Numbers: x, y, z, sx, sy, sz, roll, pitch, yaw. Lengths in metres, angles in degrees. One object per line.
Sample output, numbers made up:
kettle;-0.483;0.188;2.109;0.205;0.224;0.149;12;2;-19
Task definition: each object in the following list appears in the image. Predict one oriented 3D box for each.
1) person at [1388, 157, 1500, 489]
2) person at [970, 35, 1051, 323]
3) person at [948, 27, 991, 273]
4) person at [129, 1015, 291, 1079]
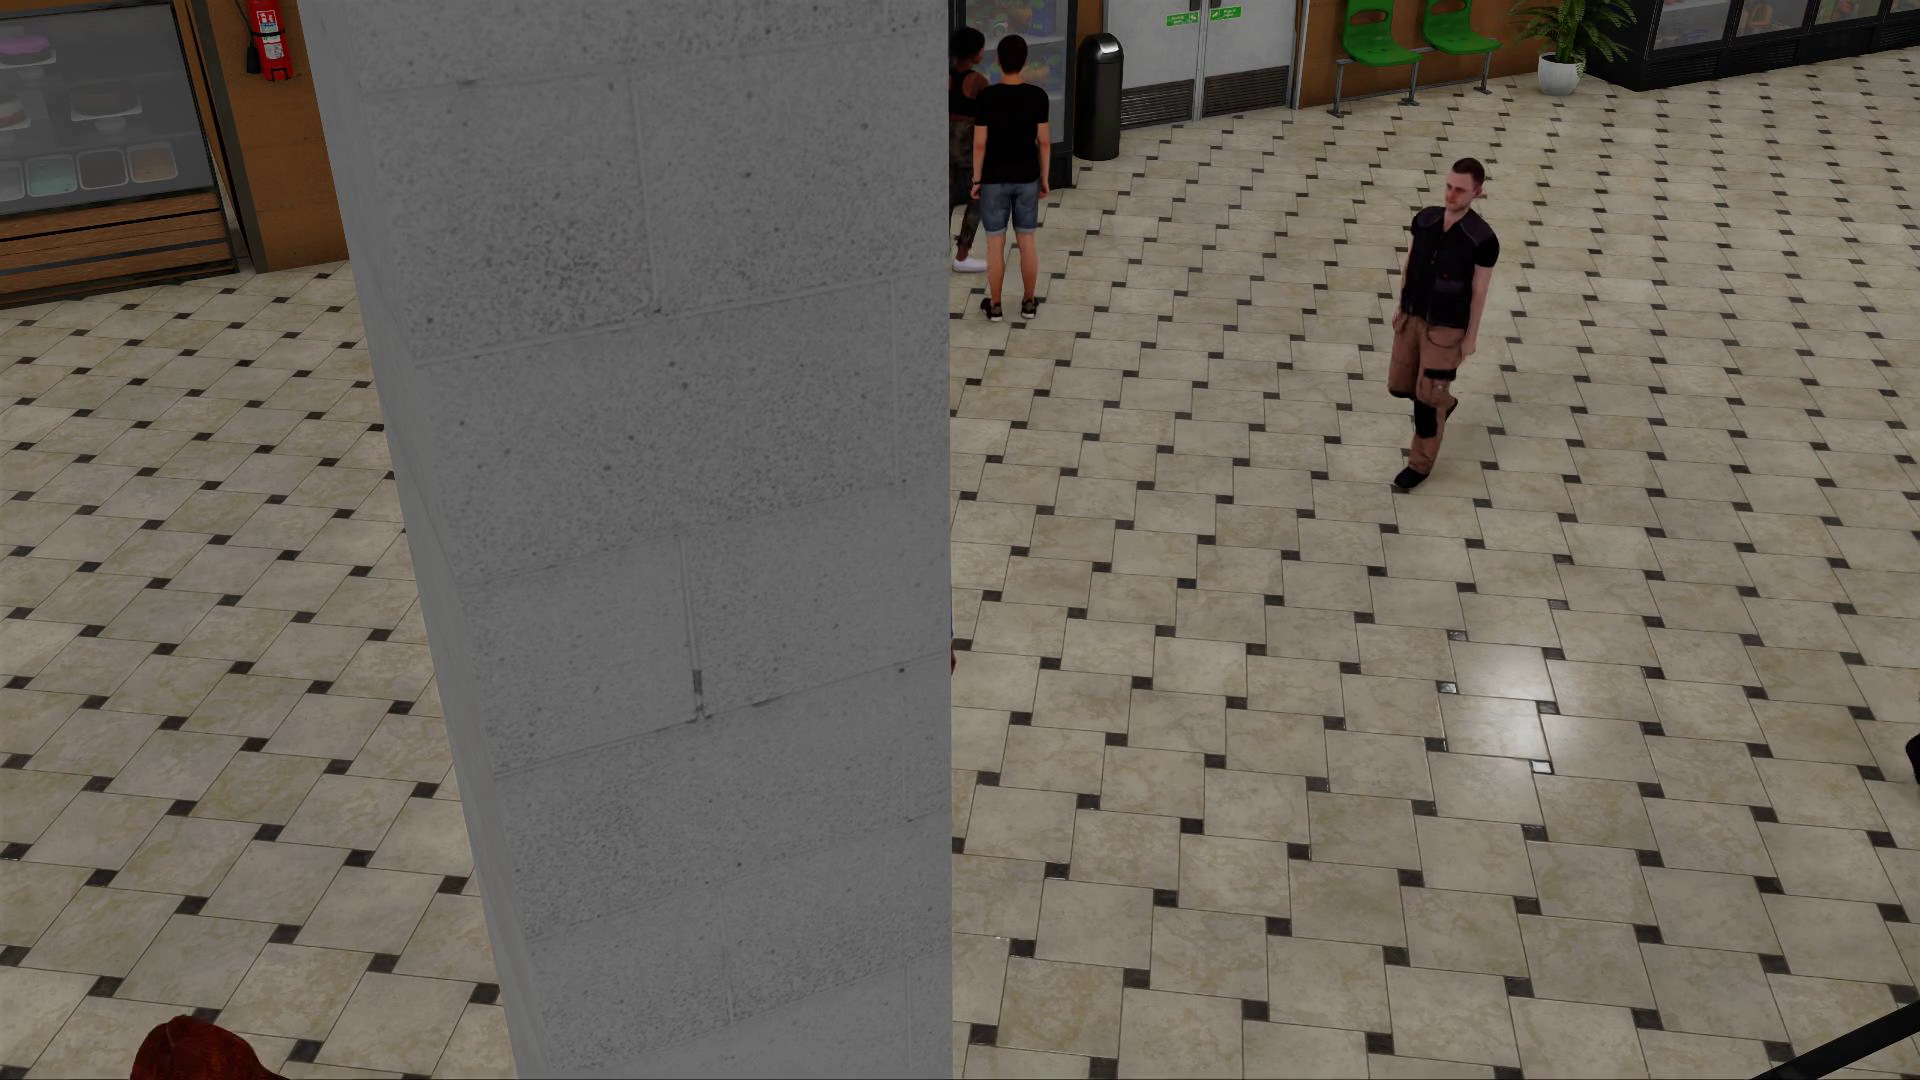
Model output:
person;2.608;-1.181;8.890;0.854;1.819;0.891;-21;38;-30
person;0.321;-2.308;10.676;0.729;1.846;0.658;-5;32;-8
person;0.008;-2.633;11.351;0.700;1.685;0.800;10;33;15
person;-1.637;1.850;4.058;0.666;1.778;0.979;-19;37;-28
